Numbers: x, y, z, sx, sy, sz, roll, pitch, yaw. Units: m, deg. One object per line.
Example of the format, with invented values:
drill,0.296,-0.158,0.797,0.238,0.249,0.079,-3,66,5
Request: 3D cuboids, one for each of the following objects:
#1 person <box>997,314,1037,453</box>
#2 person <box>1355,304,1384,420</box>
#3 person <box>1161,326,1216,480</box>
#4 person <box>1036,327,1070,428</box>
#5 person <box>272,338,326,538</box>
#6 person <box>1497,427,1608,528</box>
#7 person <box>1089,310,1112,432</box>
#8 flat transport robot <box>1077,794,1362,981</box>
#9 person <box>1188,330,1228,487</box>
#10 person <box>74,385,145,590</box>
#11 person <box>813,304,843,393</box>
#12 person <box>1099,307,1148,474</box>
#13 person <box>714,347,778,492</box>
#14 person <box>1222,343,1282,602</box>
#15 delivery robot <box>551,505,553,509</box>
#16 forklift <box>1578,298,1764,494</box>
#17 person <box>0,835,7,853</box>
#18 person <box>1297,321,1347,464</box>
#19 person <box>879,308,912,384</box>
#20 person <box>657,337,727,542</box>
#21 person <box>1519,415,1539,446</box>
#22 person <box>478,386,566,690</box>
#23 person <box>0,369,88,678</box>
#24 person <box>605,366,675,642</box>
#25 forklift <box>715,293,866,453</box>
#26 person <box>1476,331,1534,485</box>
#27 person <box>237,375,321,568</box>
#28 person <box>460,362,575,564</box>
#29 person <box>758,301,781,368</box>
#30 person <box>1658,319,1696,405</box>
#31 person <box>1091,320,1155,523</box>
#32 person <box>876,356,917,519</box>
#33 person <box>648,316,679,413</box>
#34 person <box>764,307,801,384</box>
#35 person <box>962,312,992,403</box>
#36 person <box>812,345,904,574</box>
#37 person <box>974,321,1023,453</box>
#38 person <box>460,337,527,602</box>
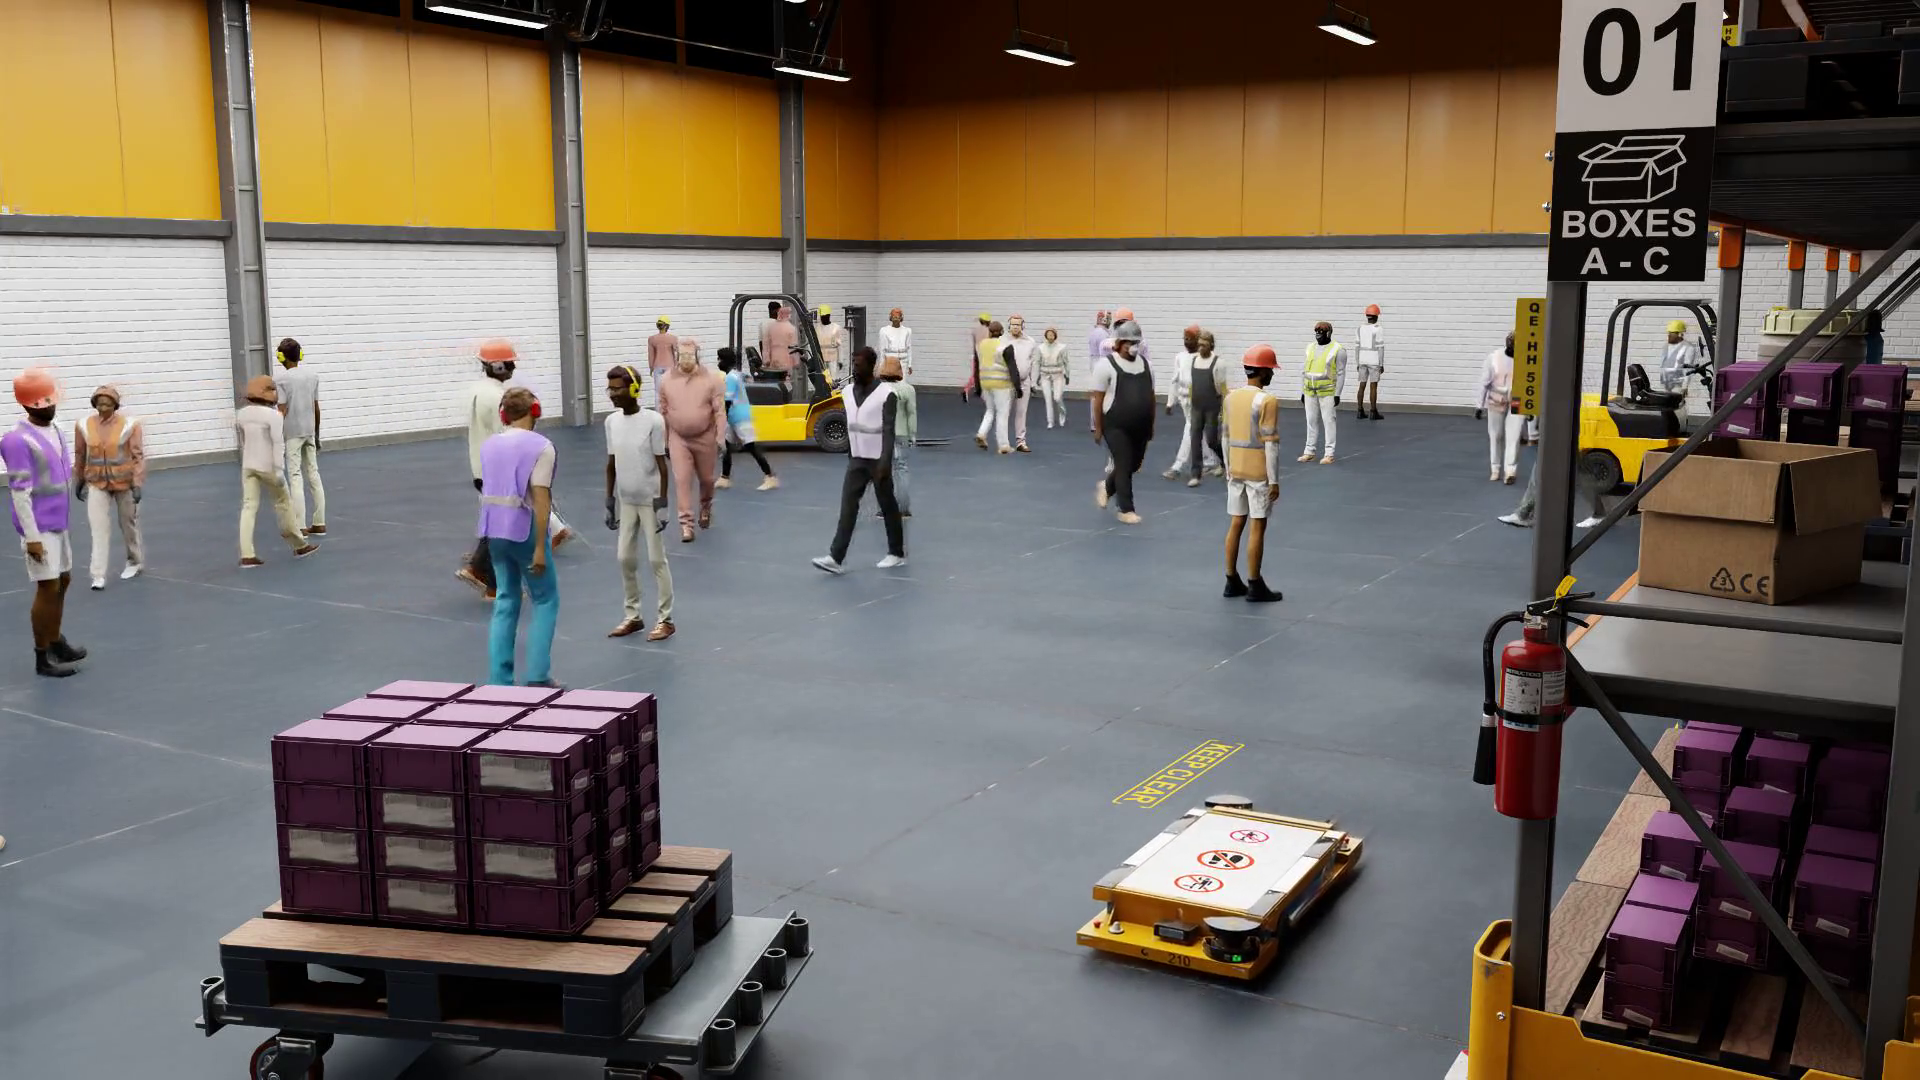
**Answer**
person,0.762,-2.138,22.797,0.643,1.905,0.399,-3,10,-21
person,6.923,-2.997,28.045,0.364,1.939,0.542,-8,12,-41
person,2.776,-1.647,19.967,1.004,1.832,0.597,-8,12,-40
person,1.464,-2.572,26.391,0.522,1.623,0.358,3,10,17
person,-6.162,-0.942,15.455,0.331,1.865,0.519,5,11,30
person,5.784,-1.010,15.981,1.071,1.840,0.592,0,9,3
person,2.197,-2.577,25.529,0.408,1.907,0.638,-2,9,-10
flat transport robot,1.043,1.299,6.422,0.652,0.197,1.431,5,10,28
person,2.908,-1.531,19.297,0.517,1.817,0.712,7,12,39
person,-6.694,-0.429,13.103,0.553,1.589,0.862,-2,9,-12
person,-2.364,-3.235,29.616,0.587,1.917,0.409,3,10,19
person,1.990,-1.819,20.365,0.611,2.043,0.375,-1,9,-7
person,-2.450,-1.366,18.823,0.814,1.636,0.555,-1,9,-6
person,2.216,-0.506,12.501,0.374,1.935,0.552,-6,11,-31
delivery robot,-4.154,-0.409,15.904,0.477,0.478,0.707,-5,11,-30
forklift,7.954,-1.589,18.462,2.313,2.155,1.214,5,11,30
person,-4.278,0.517,6.865,0.540,1.695,0.317,-2,9,-11
person,4.671,-1.903,21.519,0.626,1.844,0.429,9,13,43
person,-1.067,-2.921,27.749,0.575,1.881,0.356,-4,10,-21
person,-2.488,-0.957,15.513,0.645,1.881,0.857,-1,9,-5
person,8.150,-2.310,23.772,0.372,1.935,0.629,-5,11,-31
person,-2.568,0.024,9.594,0.580,1.803,0.548,4,10,26
person,-5.548,-0.108,10.191,0.389,1.893,0.762,-1,9,-4
person,-2.154,-0.240,11.133,0.510,1.856,0.379,5,11,30
forklift,-2.458,-2.344,23.176,2.313,2.155,1.214,0,9,-2
person,6.379,-1.536,19.409,0.660,1.778,0.966,3,10,18
person,-5.828,-0.594,14.088,0.521,1.592,0.825,4,10,21
person,-3.784,-0.748,14.142,0.870,1.904,0.636,0,9,-3
person,-3.364,-3.331,30.063,0.603,1.959,0.375,6,11,33
person,10.090,-2.208,23.502,0.423,1.819,0.598,-4,10,-22
person,1.606,-1.222,16.647,0.687,2.000,0.881,-5,10,-29
person,-0.686,-1.026,16.689,0.509,1.632,0.265,0,9,-1
person,-4.921,-2.851,27.702,0.523,1.759,0.332,0,9,2
person,-3.081,-3.143,29.162,0.657,1.882,0.402,7,12,38
person,0.381,-3.439,31.417,0.528,1.740,0.736,7,12,39
person,-0.784,-0.650,13.608,0.618,1.863,0.987,7,12,39
person,0.493,-2.086,22.746,0.714,1.818,0.494,8,12,42
person,-3.441,-0.520,12.432,0.426,1.980,0.645,-6,11,-35
